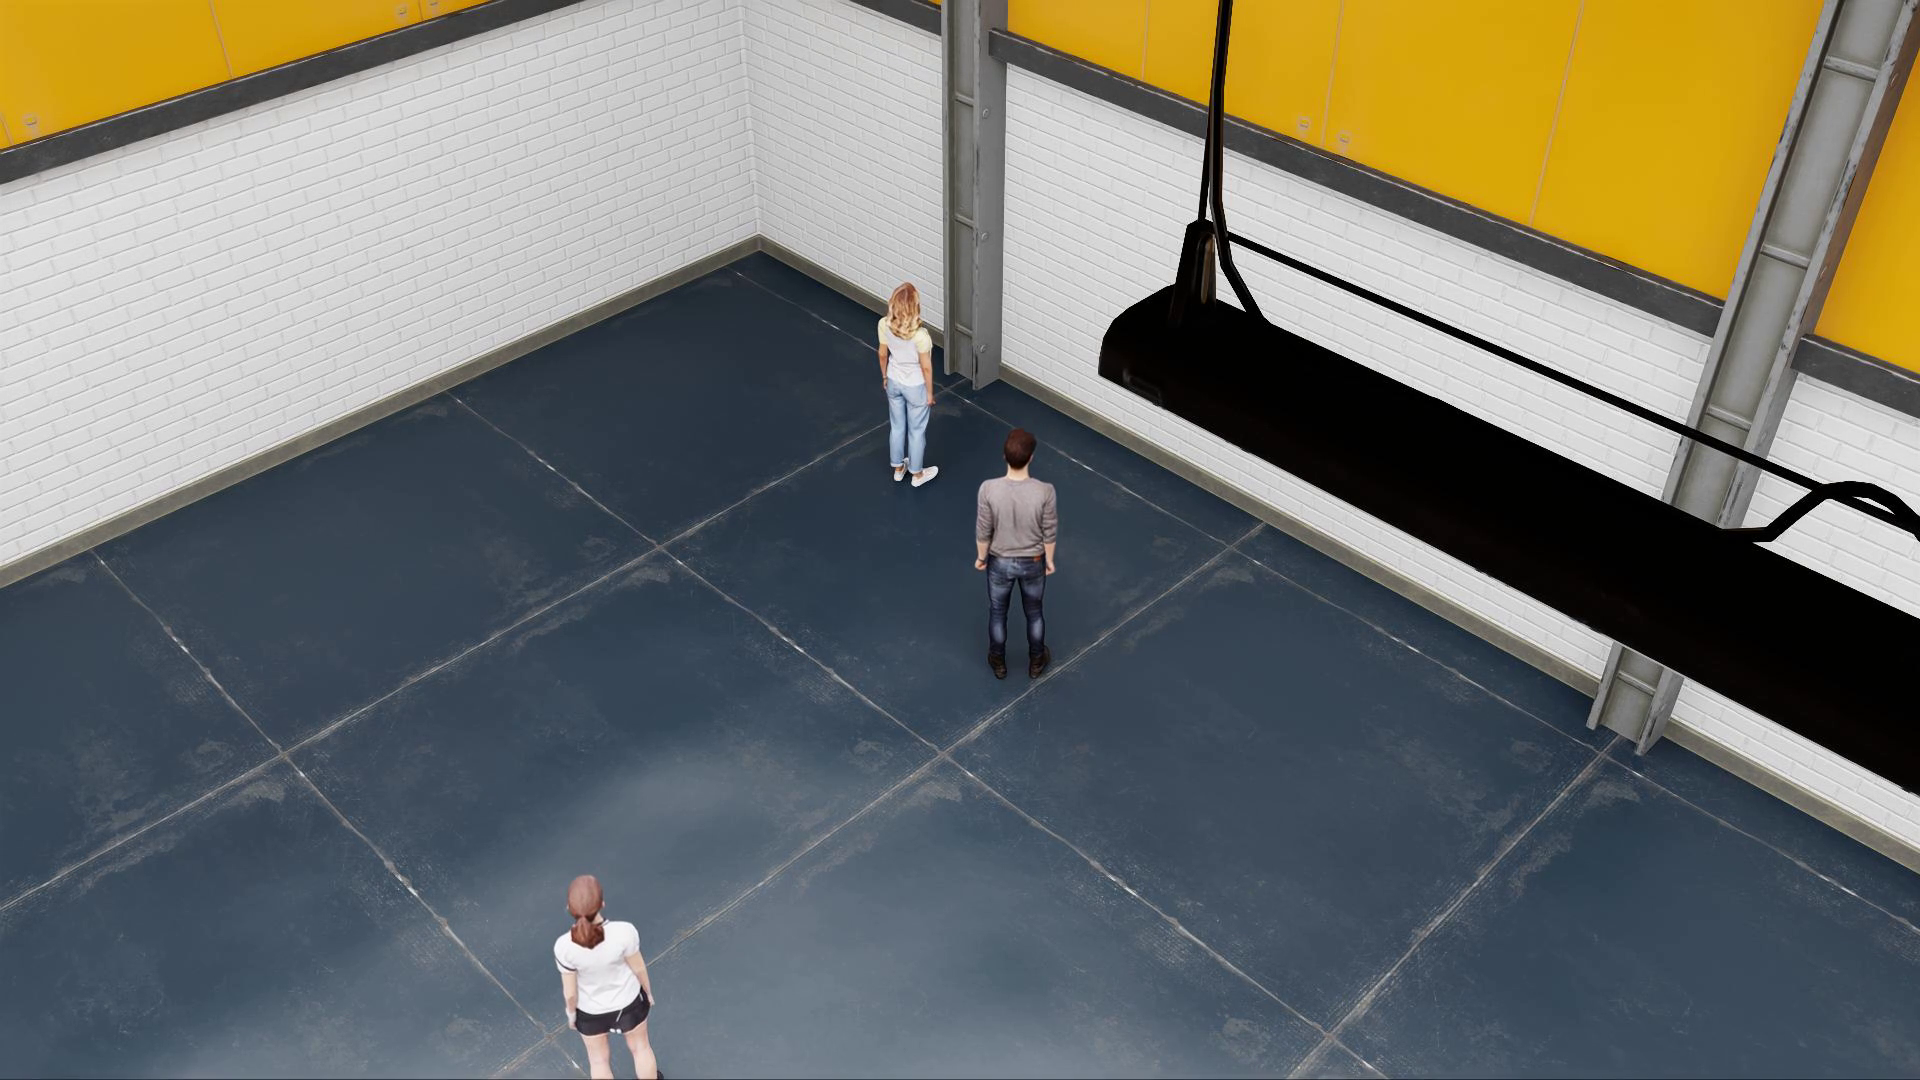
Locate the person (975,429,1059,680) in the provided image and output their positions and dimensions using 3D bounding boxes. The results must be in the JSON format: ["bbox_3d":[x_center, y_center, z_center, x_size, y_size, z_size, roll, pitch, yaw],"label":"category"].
[{"bbox_3d":[0.364,0.125,10.733,0.745,1.904,0.819,2,39,3],"label":"person"}]

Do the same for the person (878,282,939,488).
[{"bbox_3d":[-0.393,-1.158,12.485,0.574,1.723,0.737,20,43,23],"label":"person"}]

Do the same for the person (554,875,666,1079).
[{"bbox_3d":[-1.728,2.273,8.166,0.663,1.751,0.676,-12,40,-15],"label":"person"}]
